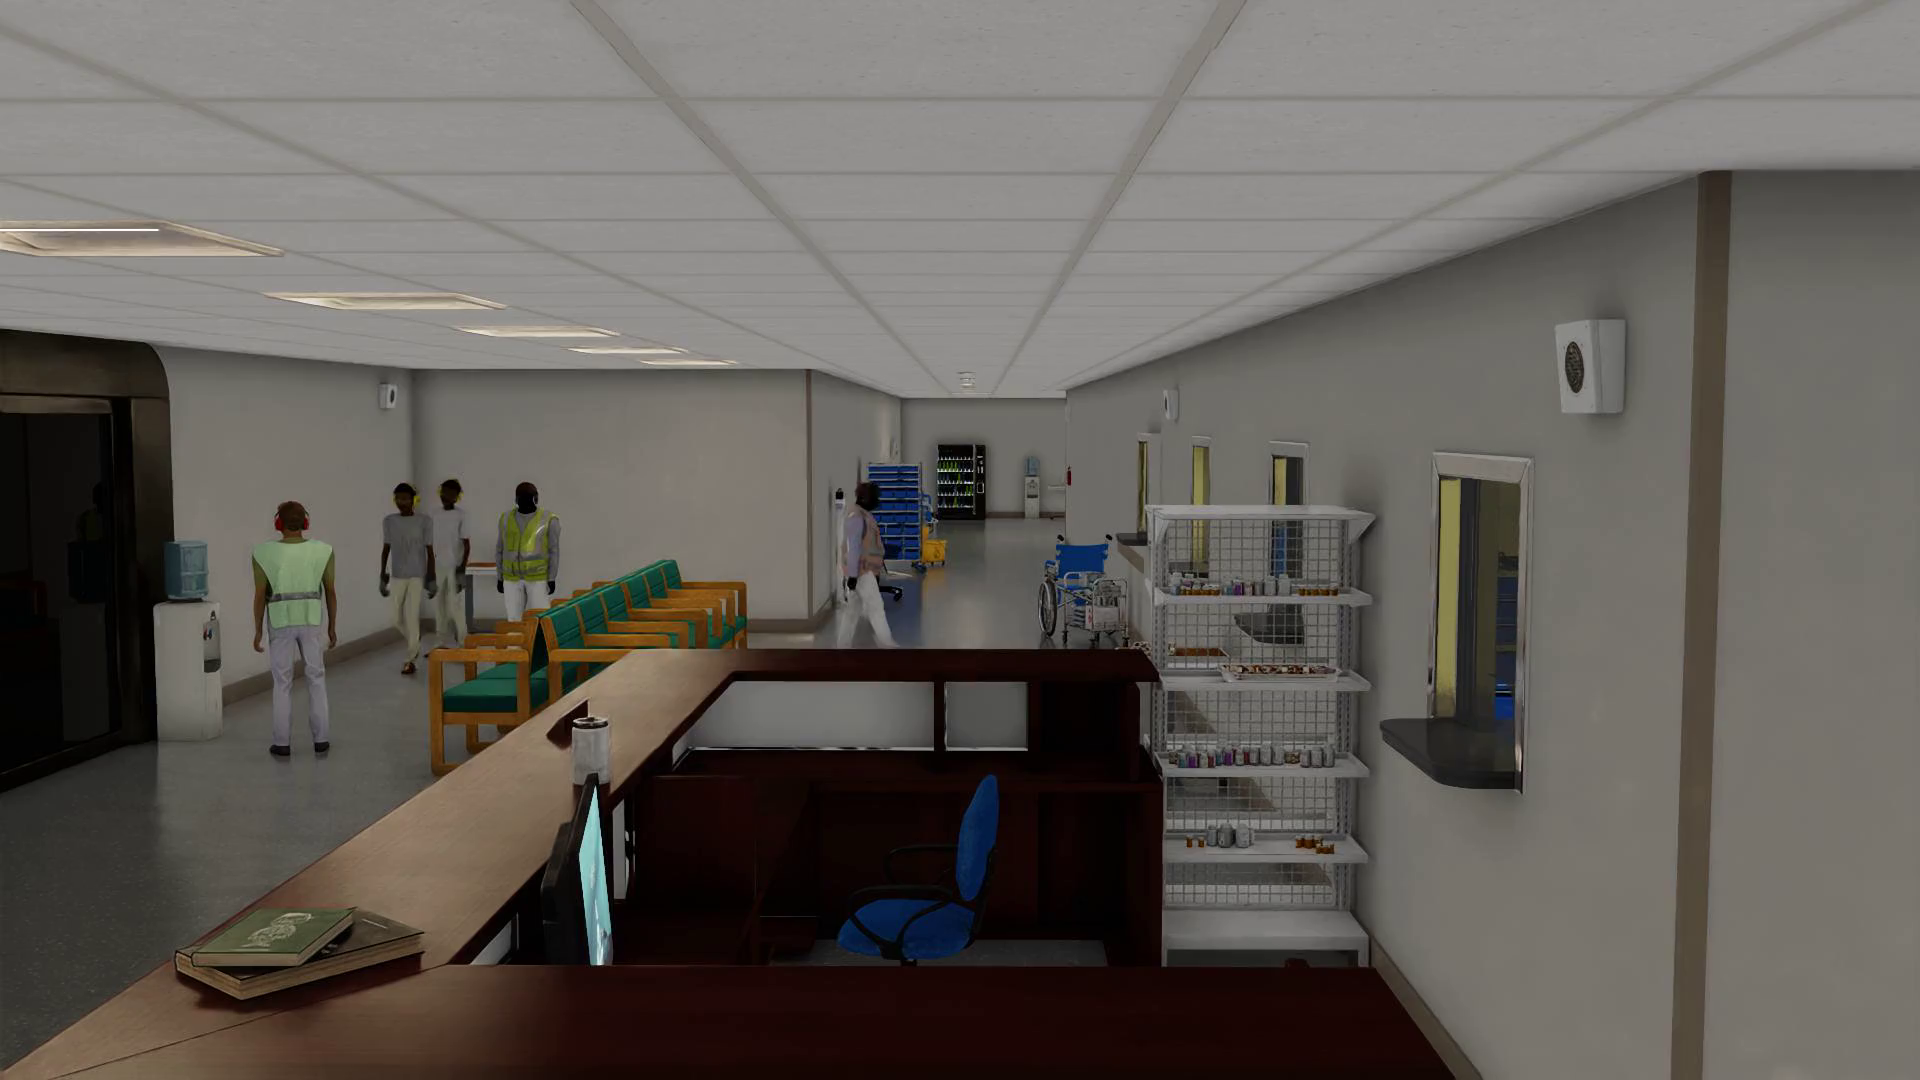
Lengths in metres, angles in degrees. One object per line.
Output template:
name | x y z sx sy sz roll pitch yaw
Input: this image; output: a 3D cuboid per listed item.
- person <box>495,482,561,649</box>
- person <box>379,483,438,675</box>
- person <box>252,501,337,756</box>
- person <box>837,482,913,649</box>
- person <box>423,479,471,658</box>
person | -4.164 0.362 15.982 0.627 1.845 0.429 0 4 5
person | -5.299 0.359 16.032 0.569 1.847 0.594 0 4 0
person | -4.817 0.640 12.060 0.575 1.841 0.375 -2 5 -31
person | -0.850 0.329 16.704 0.906 1.801 0.640 0 4 4
person | -5.199 0.301 16.863 0.583 1.837 0.335 2 5 26
